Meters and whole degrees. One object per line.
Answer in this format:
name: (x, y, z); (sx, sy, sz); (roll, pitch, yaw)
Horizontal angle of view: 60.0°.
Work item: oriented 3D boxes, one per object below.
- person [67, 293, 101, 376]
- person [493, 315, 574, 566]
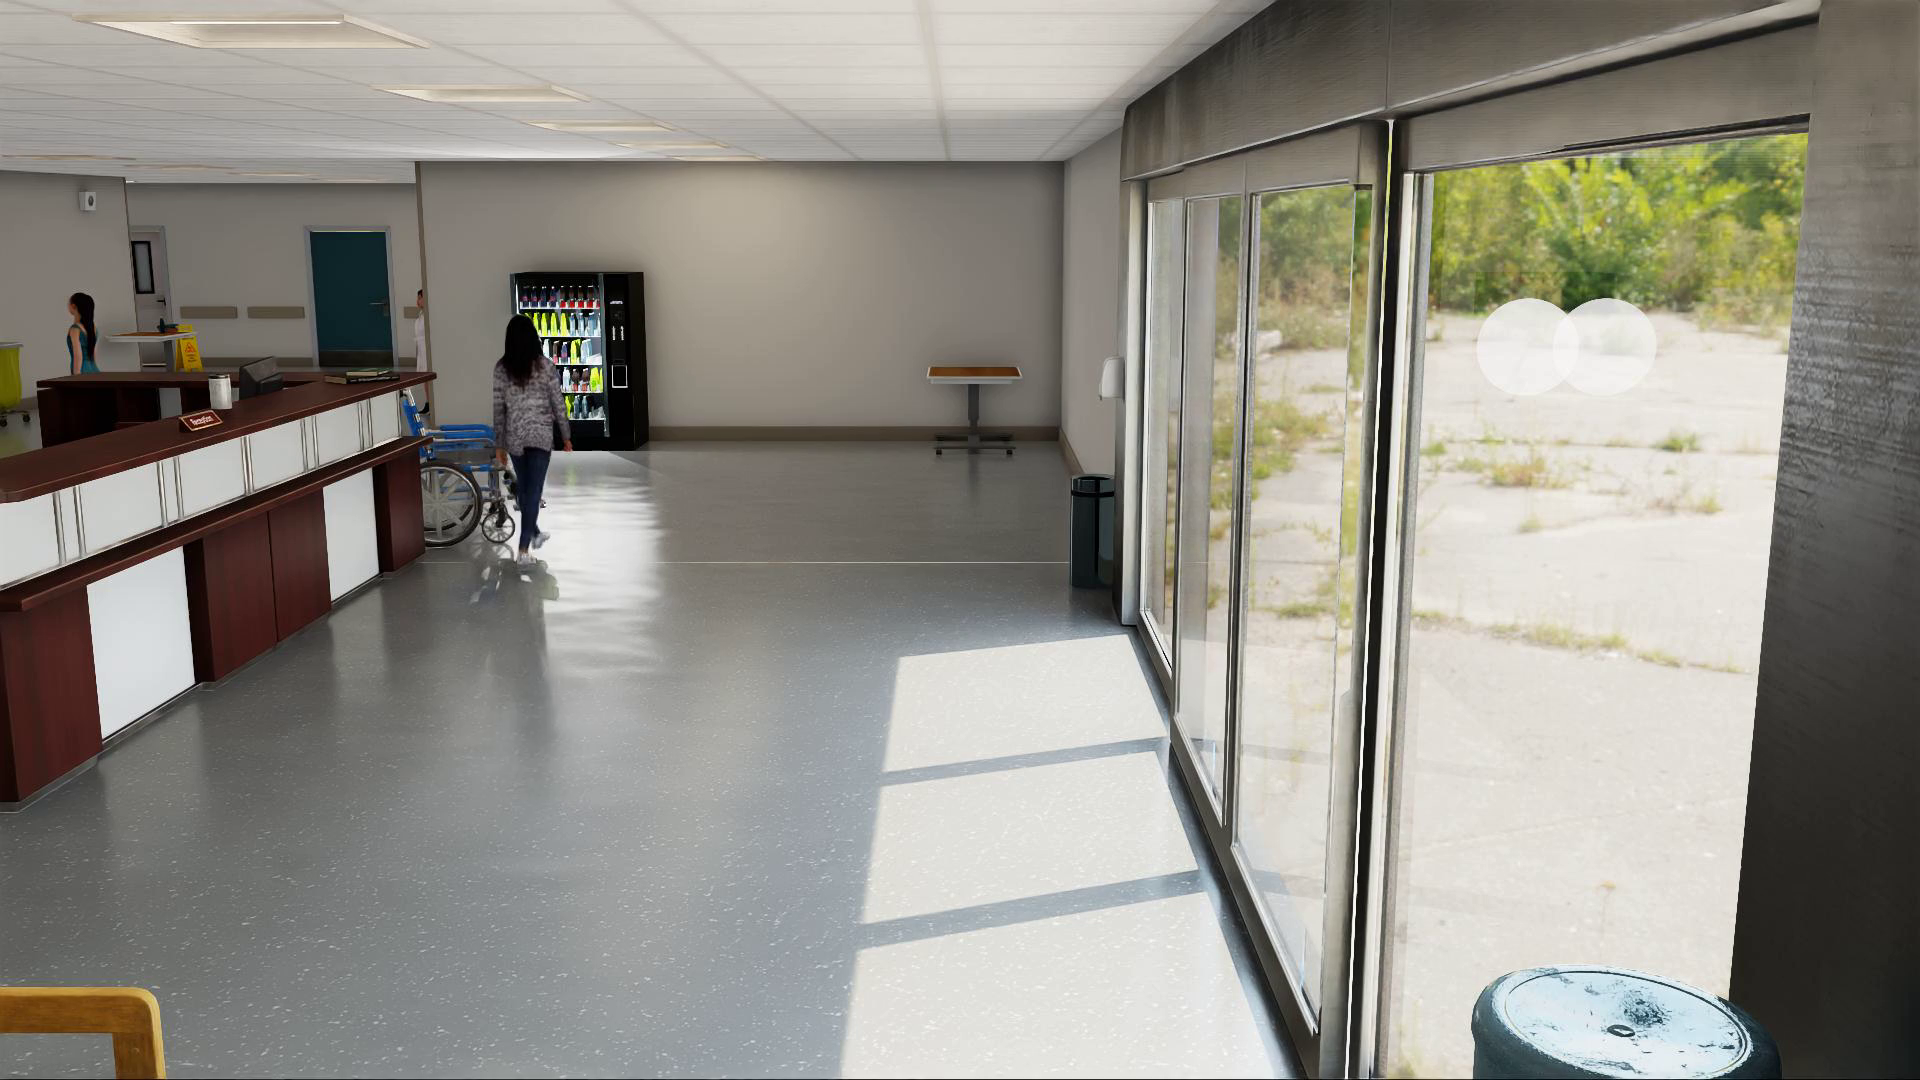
person: (-8.446, -1.543, 16.082); (0.474, 1.686, 0.548); (0, 11, 1)
person: (-2.947, -0.633, 11.312); (1.141, 1.677, 0.735); (1, 11, 3)
